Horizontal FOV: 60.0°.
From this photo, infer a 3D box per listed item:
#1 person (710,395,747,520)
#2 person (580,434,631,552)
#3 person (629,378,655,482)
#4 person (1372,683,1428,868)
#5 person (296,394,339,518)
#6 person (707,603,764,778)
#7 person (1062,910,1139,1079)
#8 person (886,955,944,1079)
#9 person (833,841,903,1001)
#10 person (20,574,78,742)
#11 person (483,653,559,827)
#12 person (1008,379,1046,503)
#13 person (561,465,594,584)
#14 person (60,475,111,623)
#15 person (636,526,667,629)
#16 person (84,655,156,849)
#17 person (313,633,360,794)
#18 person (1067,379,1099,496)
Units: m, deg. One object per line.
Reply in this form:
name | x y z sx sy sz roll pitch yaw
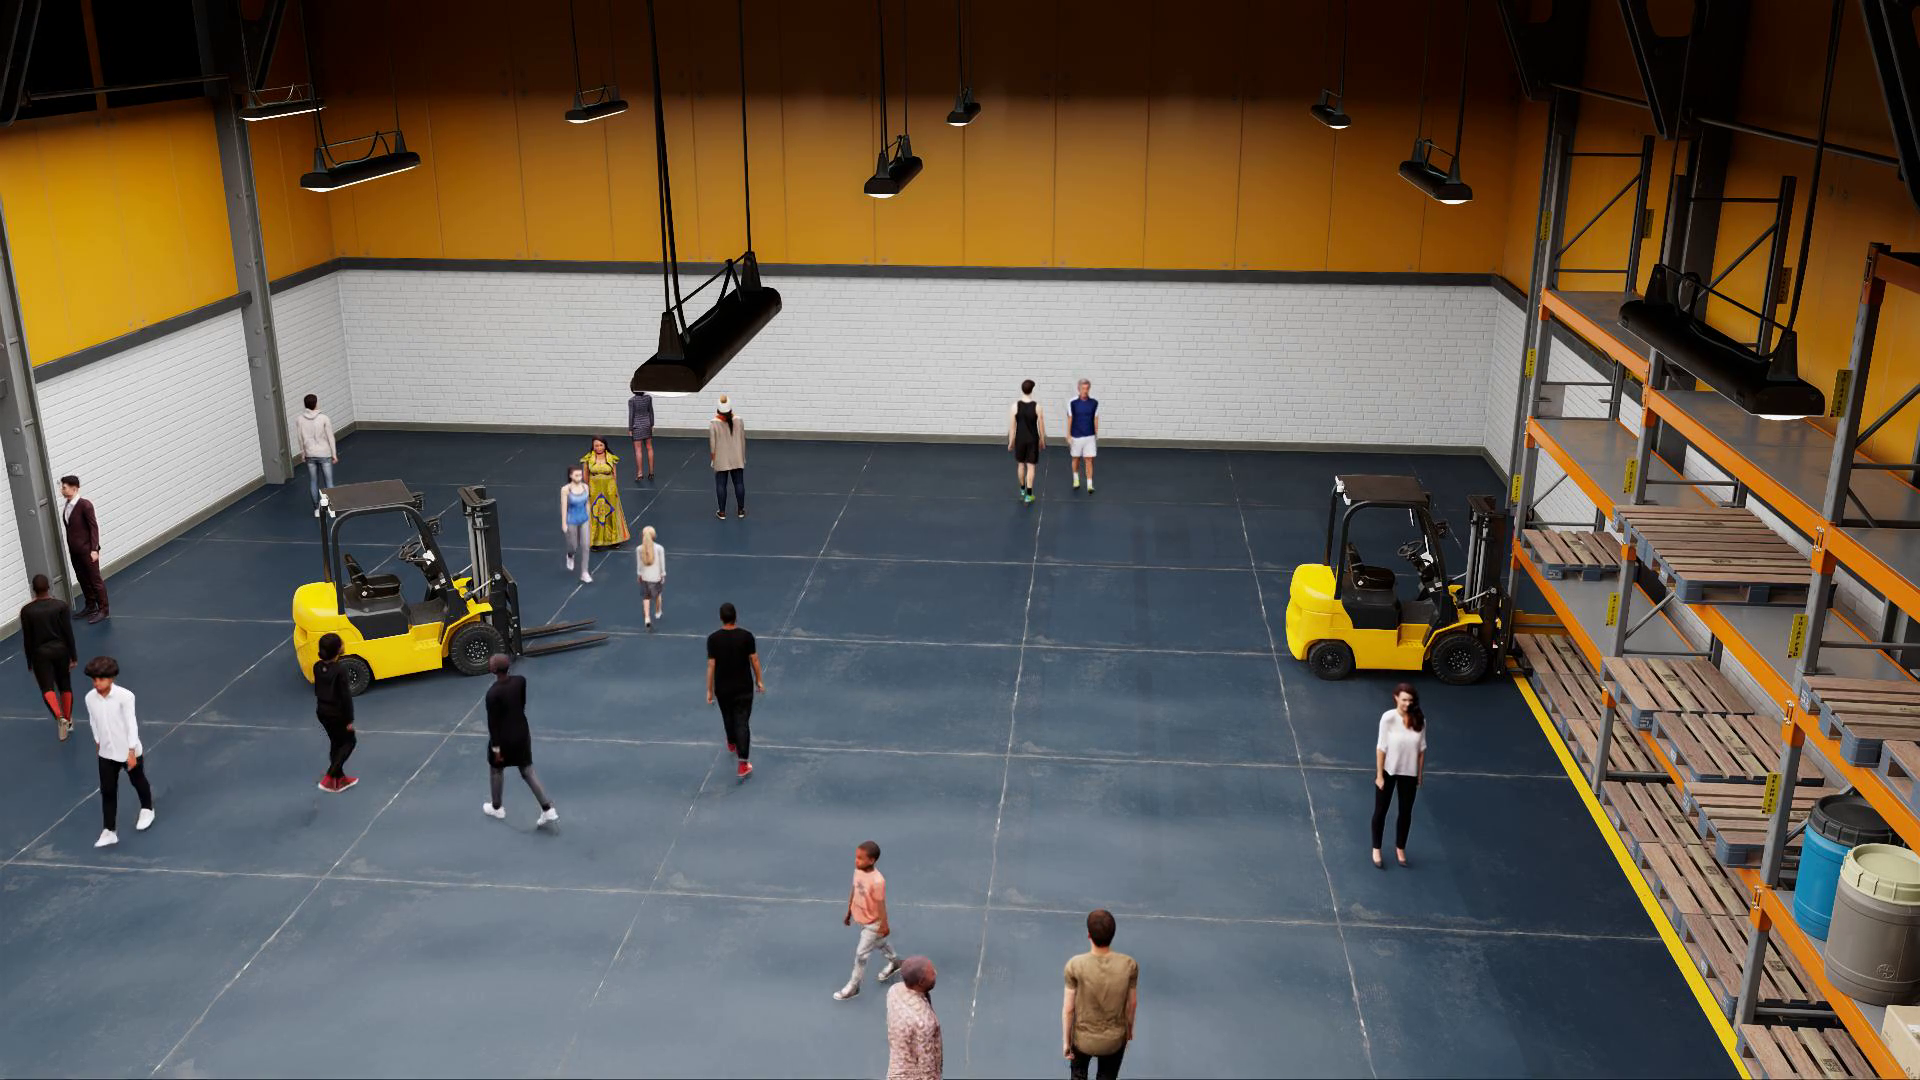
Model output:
person | -3.433 -1.249 24.611 0.779 1.890 0.788 -5 19 -15
person | -5.022 -0.682 23.286 0.989 1.660 0.985 -8 20 -22
person | -5.057 -1.765 26.435 0.691 1.703 0.755 -16 24 -39
person | 3.905 2.089 14.850 0.633 1.792 0.584 -2 19 -6
person | -9.544 -1.259 24.698 0.711 1.853 0.641 -2 19 -5
person | -2.261 1.531 16.642 0.851 1.706 1.223 -1 19 -4
person | 0.928 3.353 11.025 0.670 1.839 0.638 0 19 0
person | -0.371 3.498 10.674 0.980 1.788 0.963 -8 20 -22
person | -0.655 2.949 13.095 0.892 1.282 0.883 -13 22 -33
person | -9.480 1.244 17.365 1.018 1.789 1.094 -14 23 -35
person | -4.135 1.890 15.538 1.103 1.731 1.161 14 23 37
person | 1.024 -1.486 25.349 0.754 1.868 1.011 3 19 9
person | -5.107 -0.232 22.055 0.865 1.593 0.954 -13 23 -34
person | -10.899 0.091 20.673 0.767 1.864 0.746 10 21 27
person | -3.819 0.469 20.505 0.633 1.253 0.911 -3 19 -7
person | -7.763 1.896 15.458 0.684 1.771 1.021 0 19 0
person | -6.120 1.729 16.132 0.779 1.656 0.874 7 20 21
person | 1.894 -1.643 25.928 0.759 1.795 1.134 -1 19 -3
